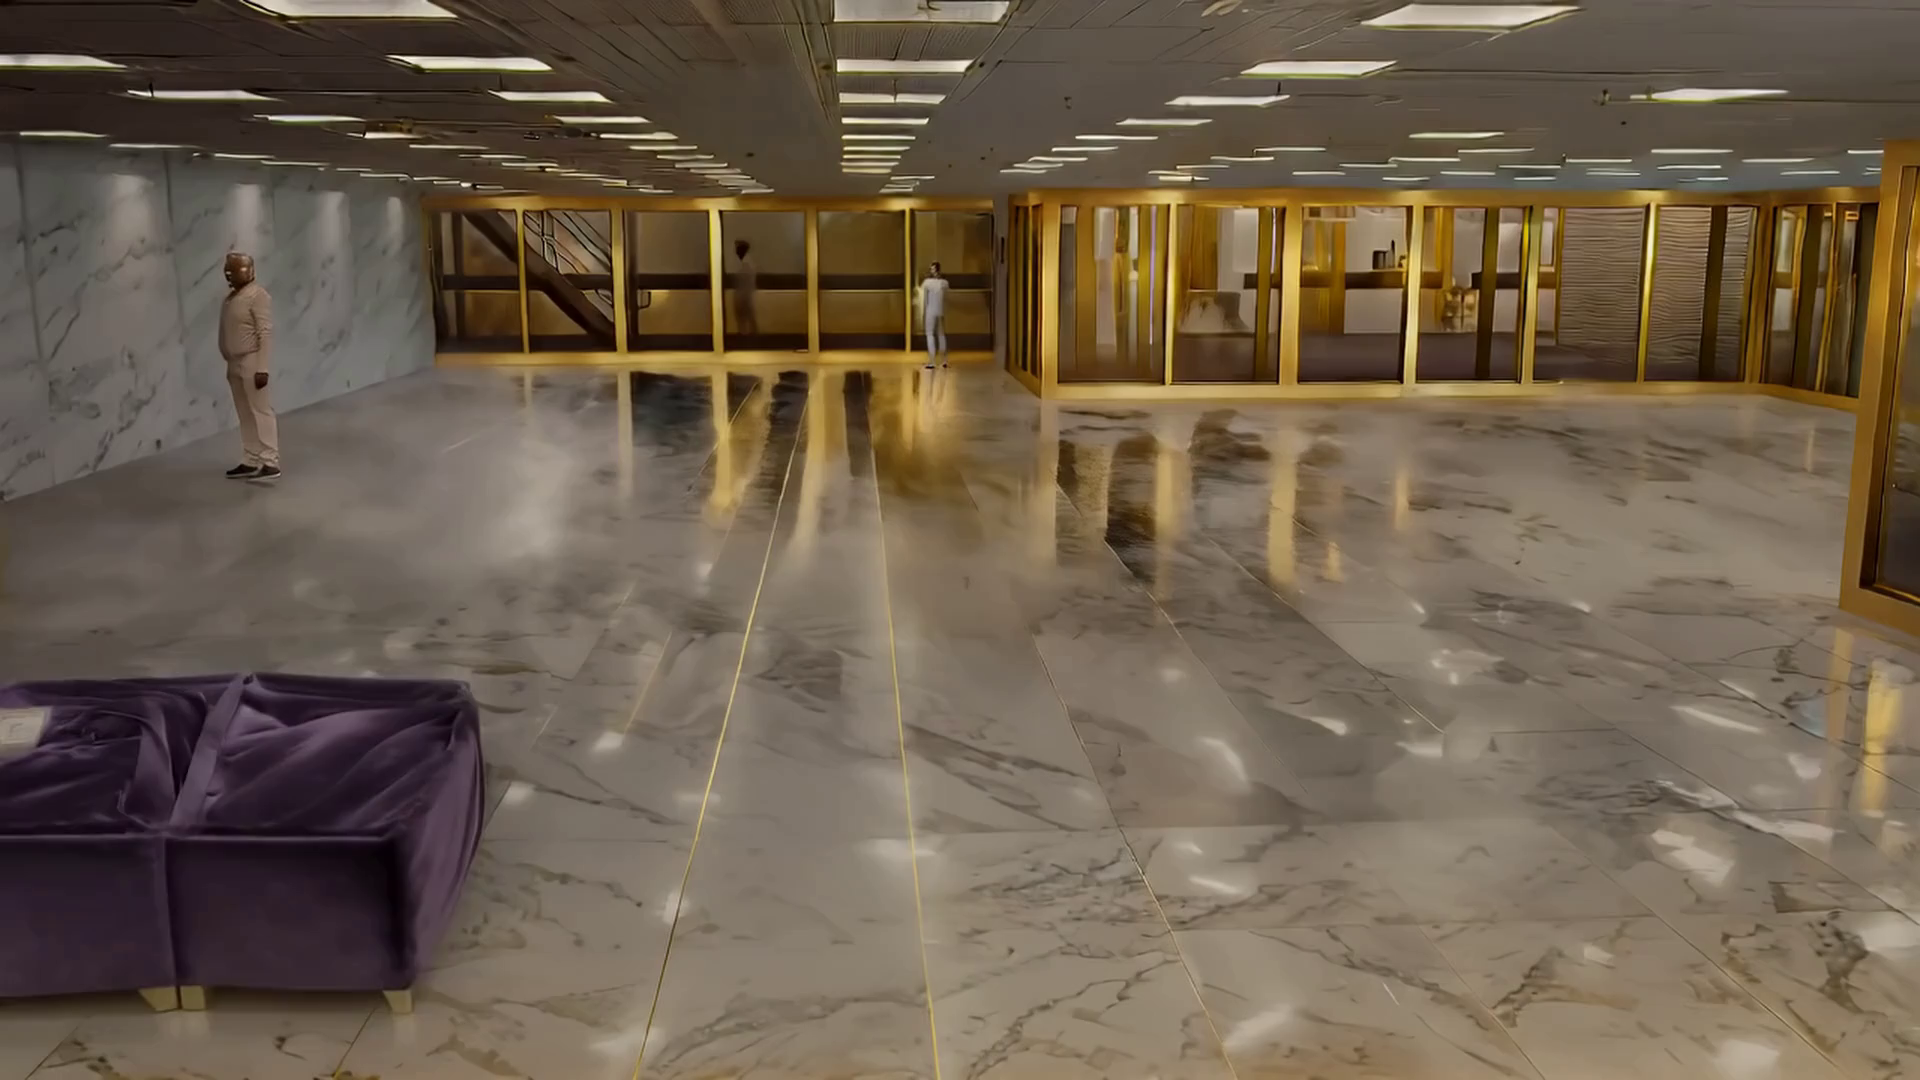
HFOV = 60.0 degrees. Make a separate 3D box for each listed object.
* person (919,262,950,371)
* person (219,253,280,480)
[{"bbox_3d":[-0.385,-3.369,25.087,0.499,1.634,0.285,-5,12,-26],"label":"person"},{"bbox_3d":[-6.043,-1.465,14.087,0.643,1.909,0.410,9,14,39],"label":"person"}]
